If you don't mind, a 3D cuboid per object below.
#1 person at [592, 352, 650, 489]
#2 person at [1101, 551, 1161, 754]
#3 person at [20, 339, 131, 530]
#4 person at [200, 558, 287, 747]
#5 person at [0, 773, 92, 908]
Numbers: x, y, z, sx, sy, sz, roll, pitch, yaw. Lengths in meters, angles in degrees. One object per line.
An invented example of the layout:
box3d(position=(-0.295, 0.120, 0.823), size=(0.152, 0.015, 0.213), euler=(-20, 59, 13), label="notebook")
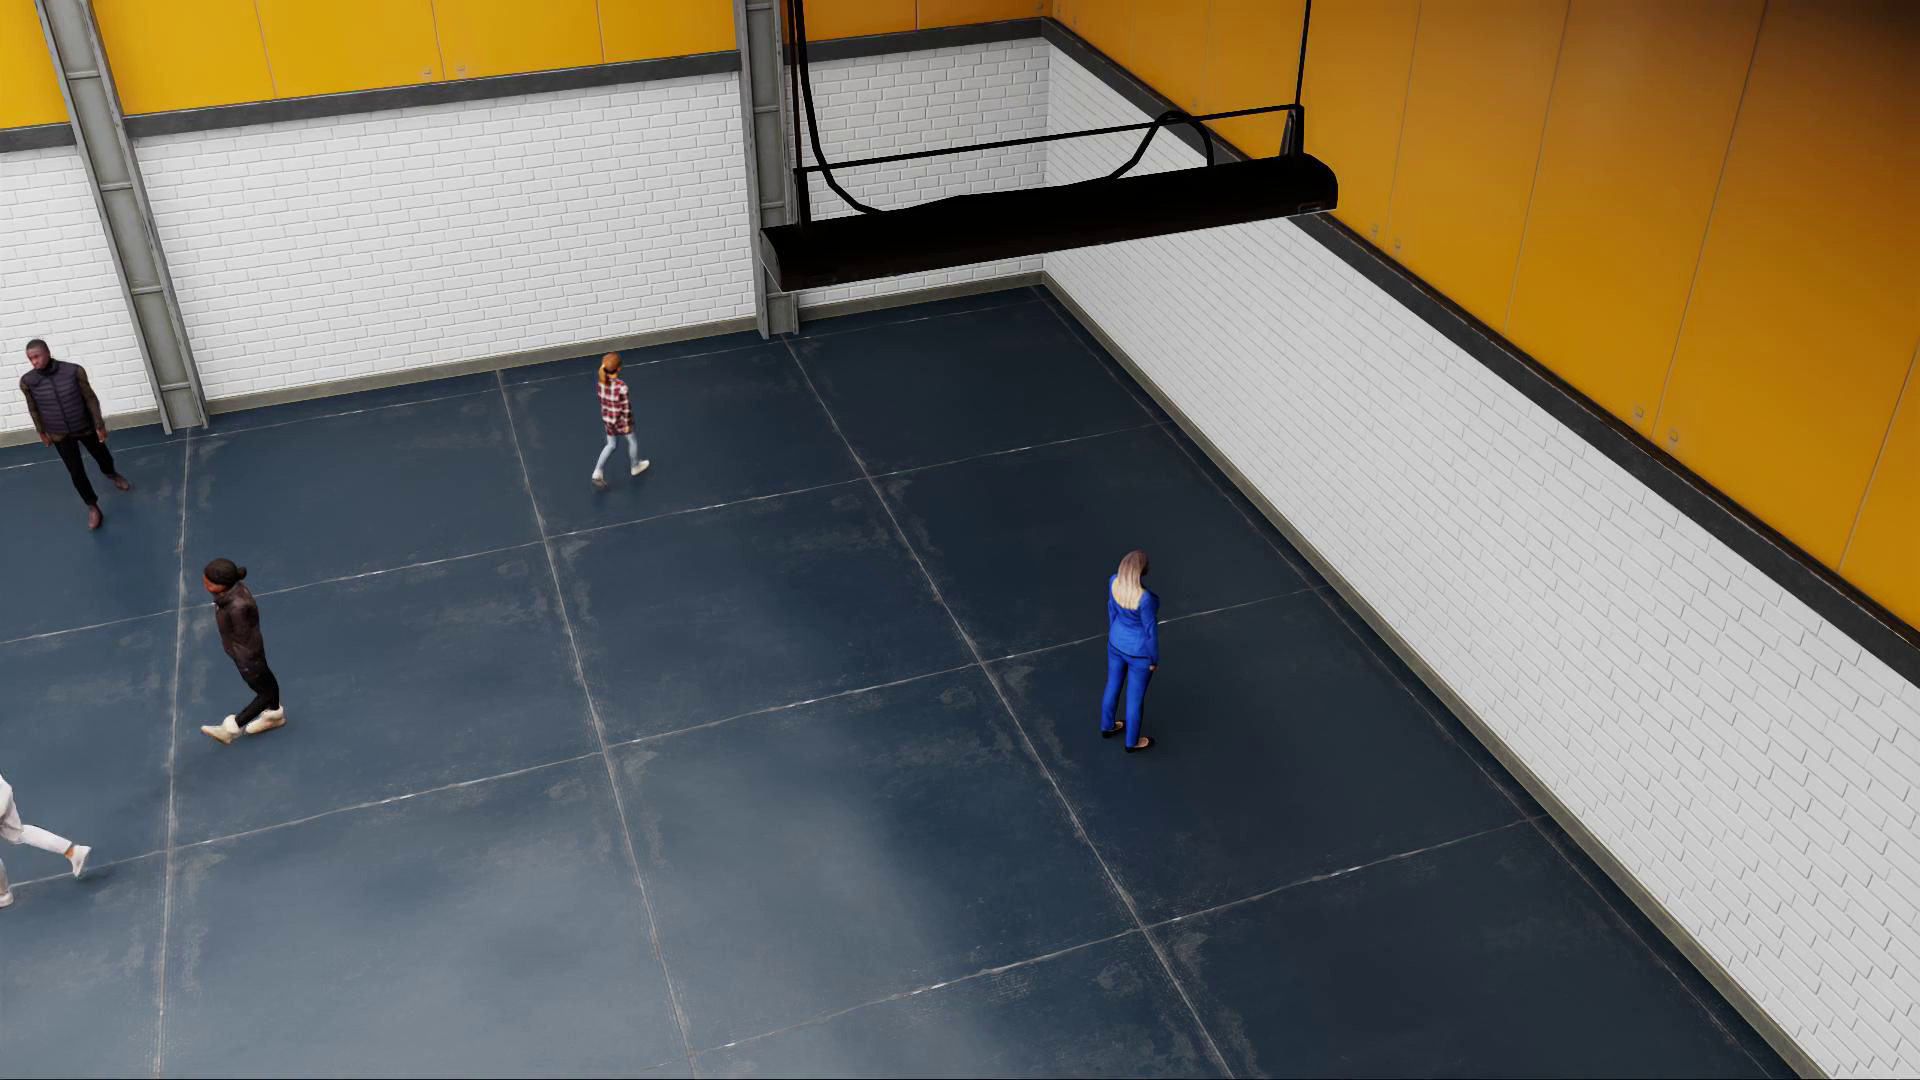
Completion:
box3d(position=(-3.161, -1.072, 15.125), size=(0.845, 1.285, 0.947), euler=(18, 38, 25), label="person")
box3d(position=(1.220, 0.791, 11.947), size=(0.663, 1.701, 0.685), euler=(-25, 41, -32), label="person")
box3d(position=(-7.735, -0.997, 14.532), size=(0.928, 1.817, 0.818), euler=(-16, 37, -23), label="person")
box3d(position=(-5.229, 0.854, 11.898), size=(0.866, 1.649, 0.713), euler=(-16, 37, -23), label="person")
box3d(position=(-6.157, 1.669, 10.653), size=(1.013, 1.670, 0.632), euler=(-10, 35, -14), label="person")
